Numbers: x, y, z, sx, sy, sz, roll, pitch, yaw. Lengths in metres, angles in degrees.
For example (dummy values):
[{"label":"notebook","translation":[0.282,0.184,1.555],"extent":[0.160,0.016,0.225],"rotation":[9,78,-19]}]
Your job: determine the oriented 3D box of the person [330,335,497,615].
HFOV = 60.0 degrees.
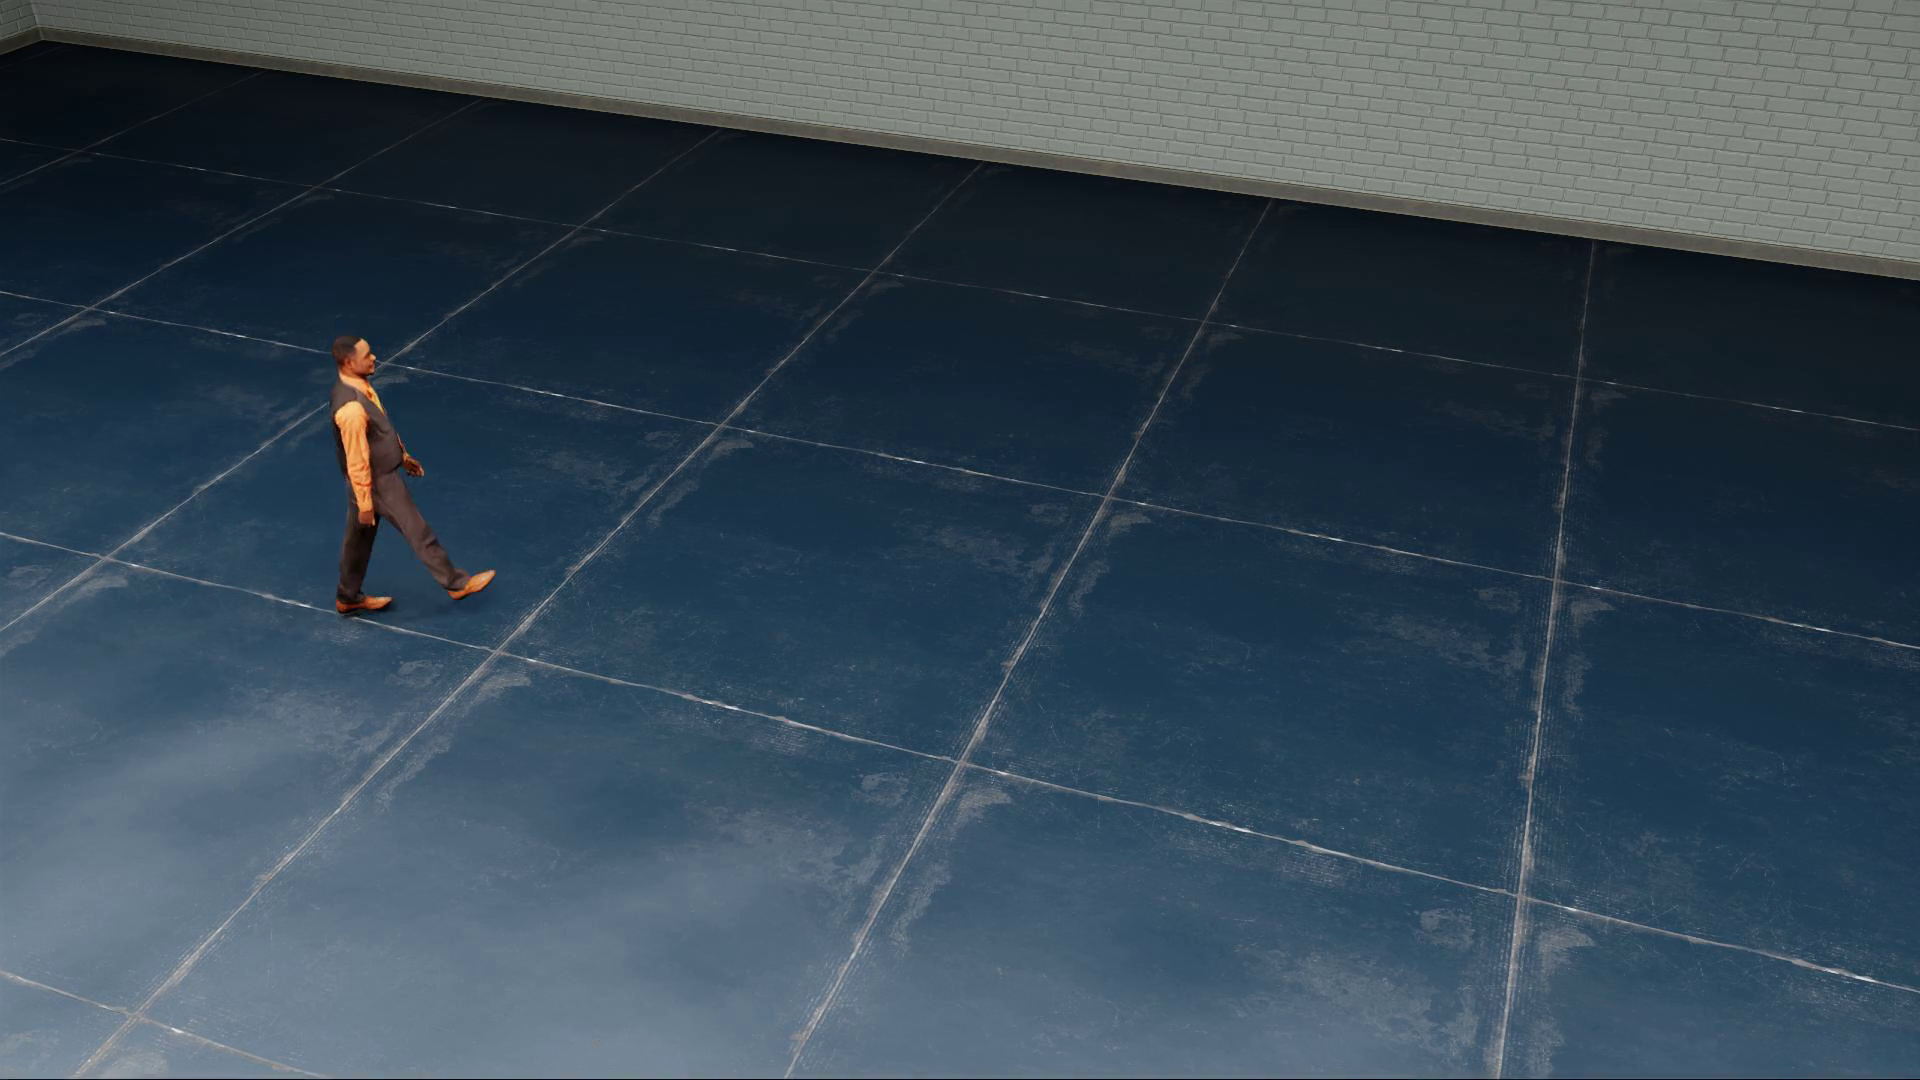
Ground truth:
[{"label":"person","translation":[-3.611,-0.333,9.938],"extent":[1.235,1.861,1.230],"rotation":[-11,35,-16]}]
